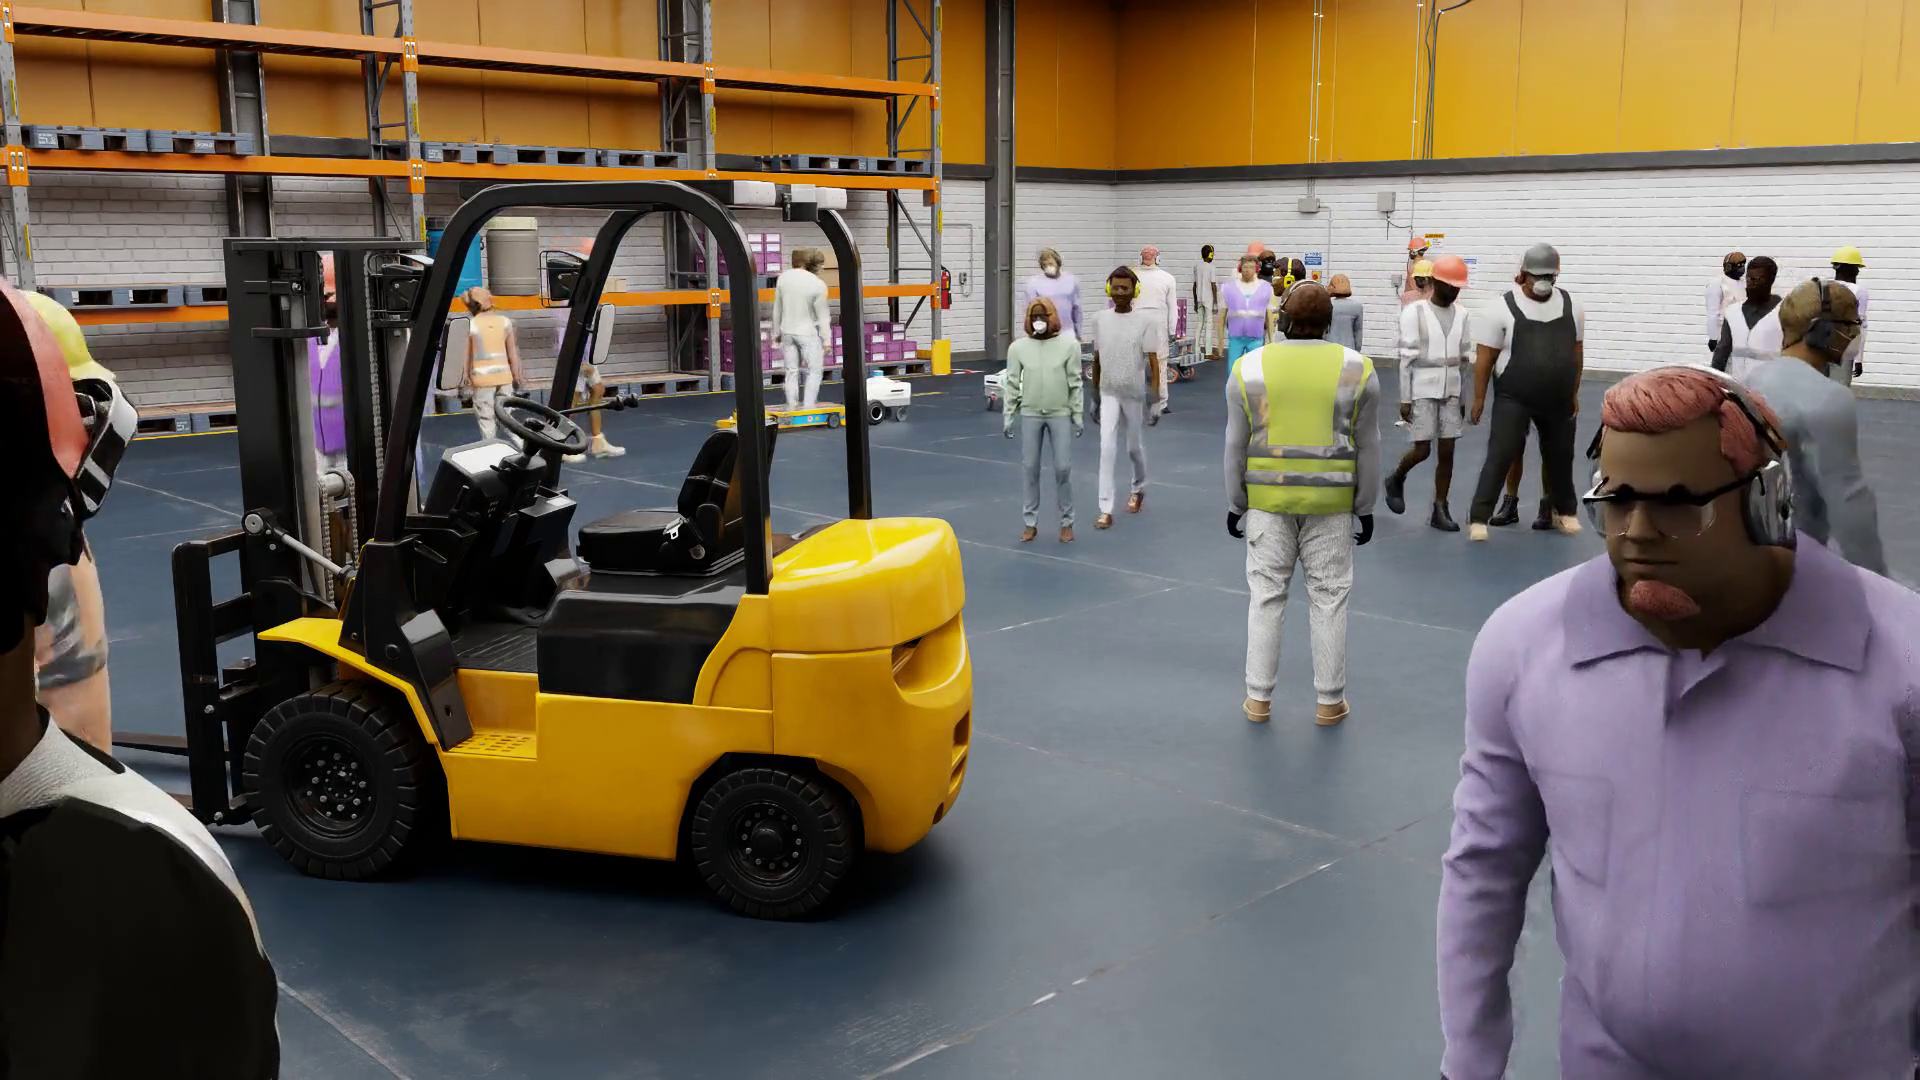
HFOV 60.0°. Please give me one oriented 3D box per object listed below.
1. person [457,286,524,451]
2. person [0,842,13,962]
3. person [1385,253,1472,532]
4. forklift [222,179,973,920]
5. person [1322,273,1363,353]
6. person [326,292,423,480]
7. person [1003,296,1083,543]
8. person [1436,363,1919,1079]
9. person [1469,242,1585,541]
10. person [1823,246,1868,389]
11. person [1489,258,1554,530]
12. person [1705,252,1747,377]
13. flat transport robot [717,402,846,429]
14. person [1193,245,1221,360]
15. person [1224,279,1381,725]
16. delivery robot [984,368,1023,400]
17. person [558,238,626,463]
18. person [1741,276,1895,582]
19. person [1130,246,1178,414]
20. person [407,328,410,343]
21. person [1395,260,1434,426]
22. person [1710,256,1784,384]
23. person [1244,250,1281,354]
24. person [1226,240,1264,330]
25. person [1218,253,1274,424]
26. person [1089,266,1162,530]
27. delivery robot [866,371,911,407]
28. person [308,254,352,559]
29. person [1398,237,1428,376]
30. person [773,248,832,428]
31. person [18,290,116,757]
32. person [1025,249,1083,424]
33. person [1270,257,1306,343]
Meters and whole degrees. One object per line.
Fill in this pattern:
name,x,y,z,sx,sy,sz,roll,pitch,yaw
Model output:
person,-3.855,-1.288,13.746,0.510,1.614,0.544,9,14,41
person,-1.024,0.819,1.506,0.579,1.881,0.342,5,11,23
person,3.240,-1.020,11.476,0.553,1.904,0.608,-3,11,-16
forklift,-1.114,-0.058,5.440,2.313,2.155,1.214,2,11,13
person,3.875,-1.906,17.043,0.497,1.636,0.286,-1,10,-8
person,-2.573,-0.323,7.637,0.731,1.918,0.548,-5,11,-25
person,0.549,-0.797,11.034,0.523,1.625,0.308,2,11,10
person,0.938,0.706,2.159,0.674,1.865,0.712,9,14,41
person,3.814,-1.024,11.127,0.872,2.000,0.589,-1,10,-3
person,7.921,-1.686,15.060,0.383,1.923,0.589,-5,12,-26
person,3.960,-1.036,11.475,0.552,1.935,0.368,8,13,37
person,8.434,-2.228,18.240,0.633,1.843,0.429,-6,12,-30
flat transport robot,-1.767,-1.298,17.454,1.431,0.197,0.652,-9,14,-40
person,4.003,-3.848,27.019,0.329,1.863,0.512,-8,13,-38
person,1.410,-0.148,6.885,0.633,1.846,0.429,2,11,13
delivery robot,0.613,-1.820,19.268,0.707,0.478,0.477,-10,14,-43
person,-3.318,-1.677,14.837,0.812,1.990,0.635,-4,11,-21
person,2.739,0.102,5.402,1.036,1.881,0.651,2,10,8
person,2.153,-2.374,18.869,0.641,1.905,0.410,3,11,16
person,-4.529,-1.168,13.008,0.514,1.641,0.307,1,10,4
person,4.874,-2.062,17.549,0.533,1.762,0.328,6,12,31
person,5.536,-1.051,11.731,1.018,1.863,0.611,-5,12,-27
person,3.652,-2.546,19.973,0.634,1.842,0.429,2,11,8
person,3.807,-2.923,21.713,0.632,1.968,0.831,6,12,29
person,3.073,-2.157,17.858,0.583,1.847,0.379,1,10,6
person,1.185,-1.026,11.780,0.543,1.825,0.952,3,11,18
delivery robot,-0.878,-1.594,18.036,0.707,0.478,0.477,-9,14,-40
person,-3.148,-0.495,8.548,0.574,1.925,0.505,5,12,27
person,6.545,-3.343,23.894,0.387,1.992,0.626,7,13,35
person,-1.673,-2.114,17.513,0.704,1.893,0.365,5,12,25
person,-1.914,0.452,3.413,0.513,1.916,0.601,-5,11,-24
person,1.049,-2.199,18.009,0.670,1.870,0.984,-2,11,-9
person,2.299,-1.053,11.756,0.323,1.871,0.528,2,11,10
